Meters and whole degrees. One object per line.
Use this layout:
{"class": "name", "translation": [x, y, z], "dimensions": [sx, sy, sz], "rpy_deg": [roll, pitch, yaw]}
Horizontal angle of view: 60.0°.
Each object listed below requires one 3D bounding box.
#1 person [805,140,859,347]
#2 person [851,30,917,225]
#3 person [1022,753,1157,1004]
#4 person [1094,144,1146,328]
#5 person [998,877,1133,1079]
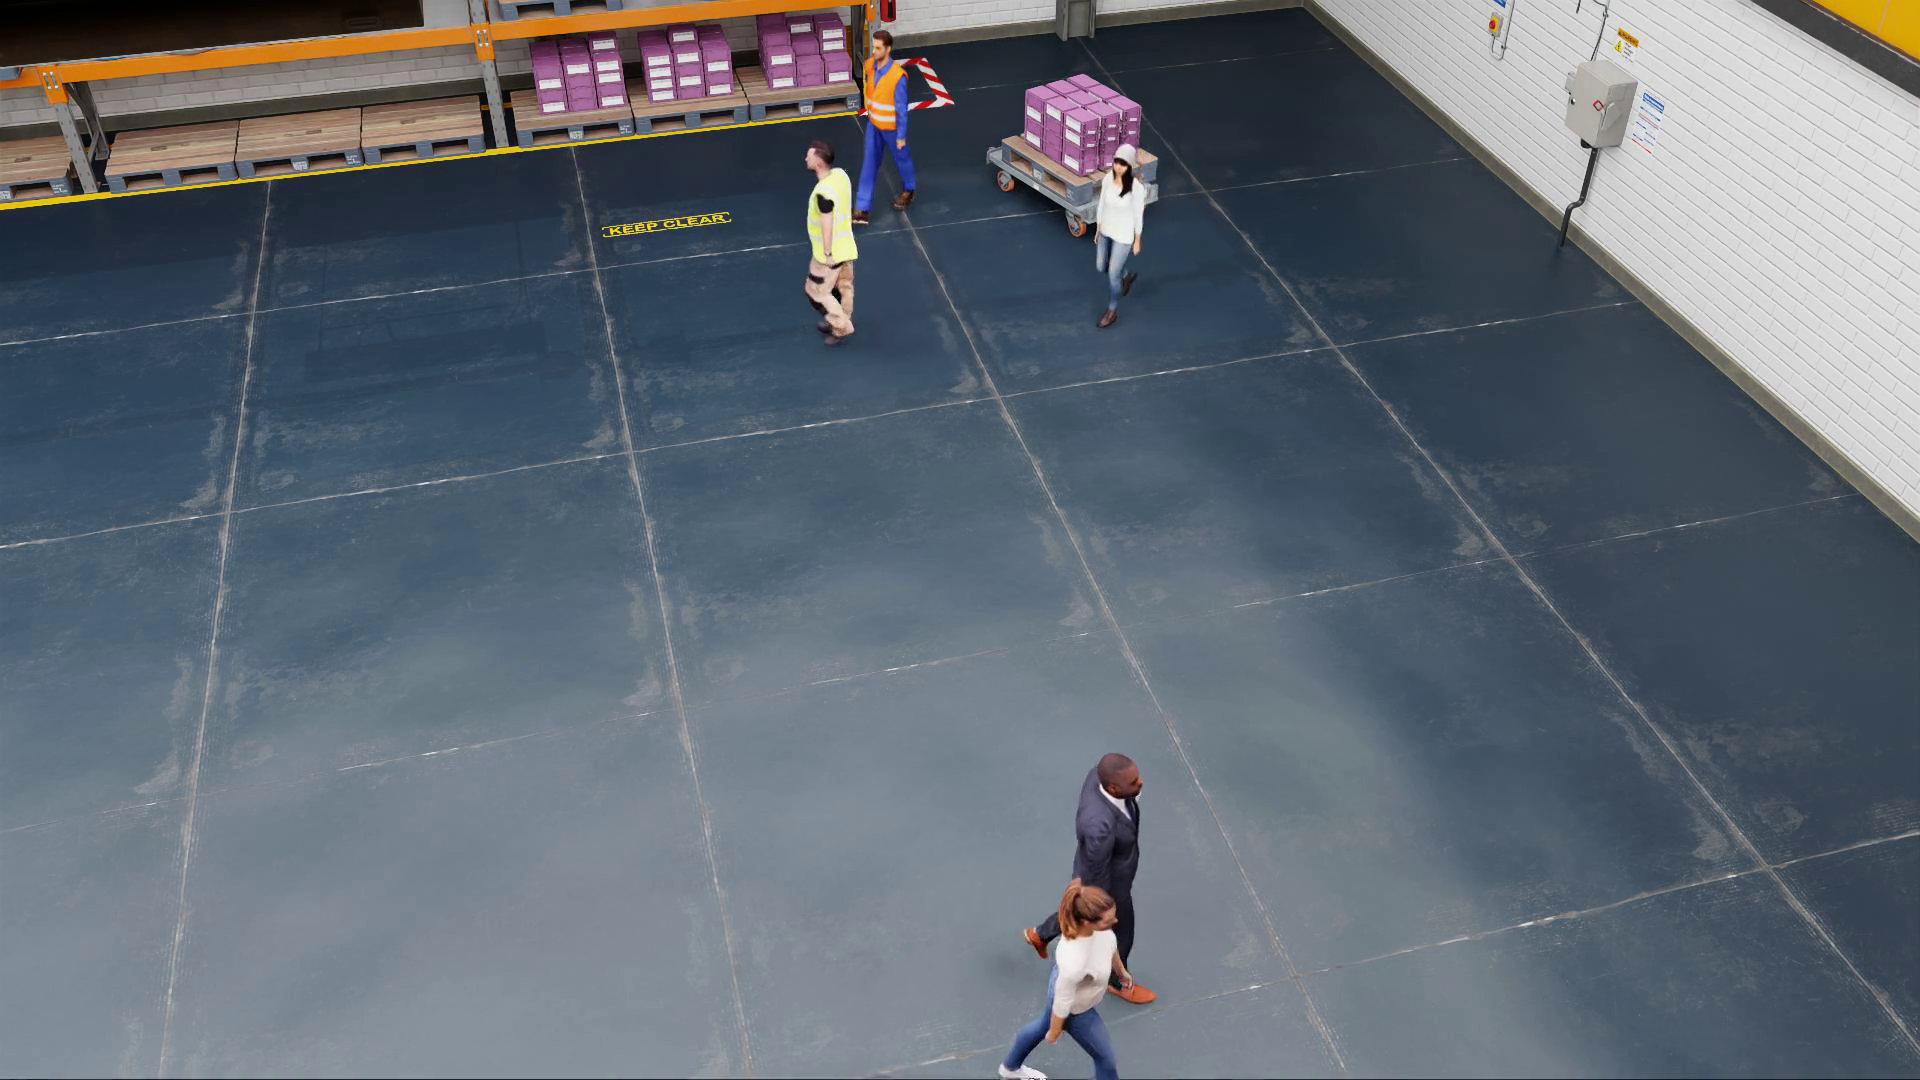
{"class": "person", "translation": [-0.994, -2.439, 13.778], "dimensions": [0.894, 1.833, 0.853], "rpy_deg": [12, 40, 15]}
{"class": "person", "translation": [-0.631, -3.889, 15.612], "dimensions": [1.200, 1.811, 1.317], "rpy_deg": [24, 44, 27]}
{"class": "person", "translation": [0.683, 1.730, 8.584], "dimensions": [1.103, 1.800, 0.933], "rpy_deg": [6, 39, 7]}
{"class": "person", "translation": [1.382, -2.634, 14.182], "dimensions": [0.836, 1.633, 0.944], "rpy_deg": [28, 46, 30]}
{"class": "person", "translation": [0.470, 2.216, 8.077], "dimensions": [1.197, 1.674, 0.947], "rpy_deg": [7, 39, 9]}
